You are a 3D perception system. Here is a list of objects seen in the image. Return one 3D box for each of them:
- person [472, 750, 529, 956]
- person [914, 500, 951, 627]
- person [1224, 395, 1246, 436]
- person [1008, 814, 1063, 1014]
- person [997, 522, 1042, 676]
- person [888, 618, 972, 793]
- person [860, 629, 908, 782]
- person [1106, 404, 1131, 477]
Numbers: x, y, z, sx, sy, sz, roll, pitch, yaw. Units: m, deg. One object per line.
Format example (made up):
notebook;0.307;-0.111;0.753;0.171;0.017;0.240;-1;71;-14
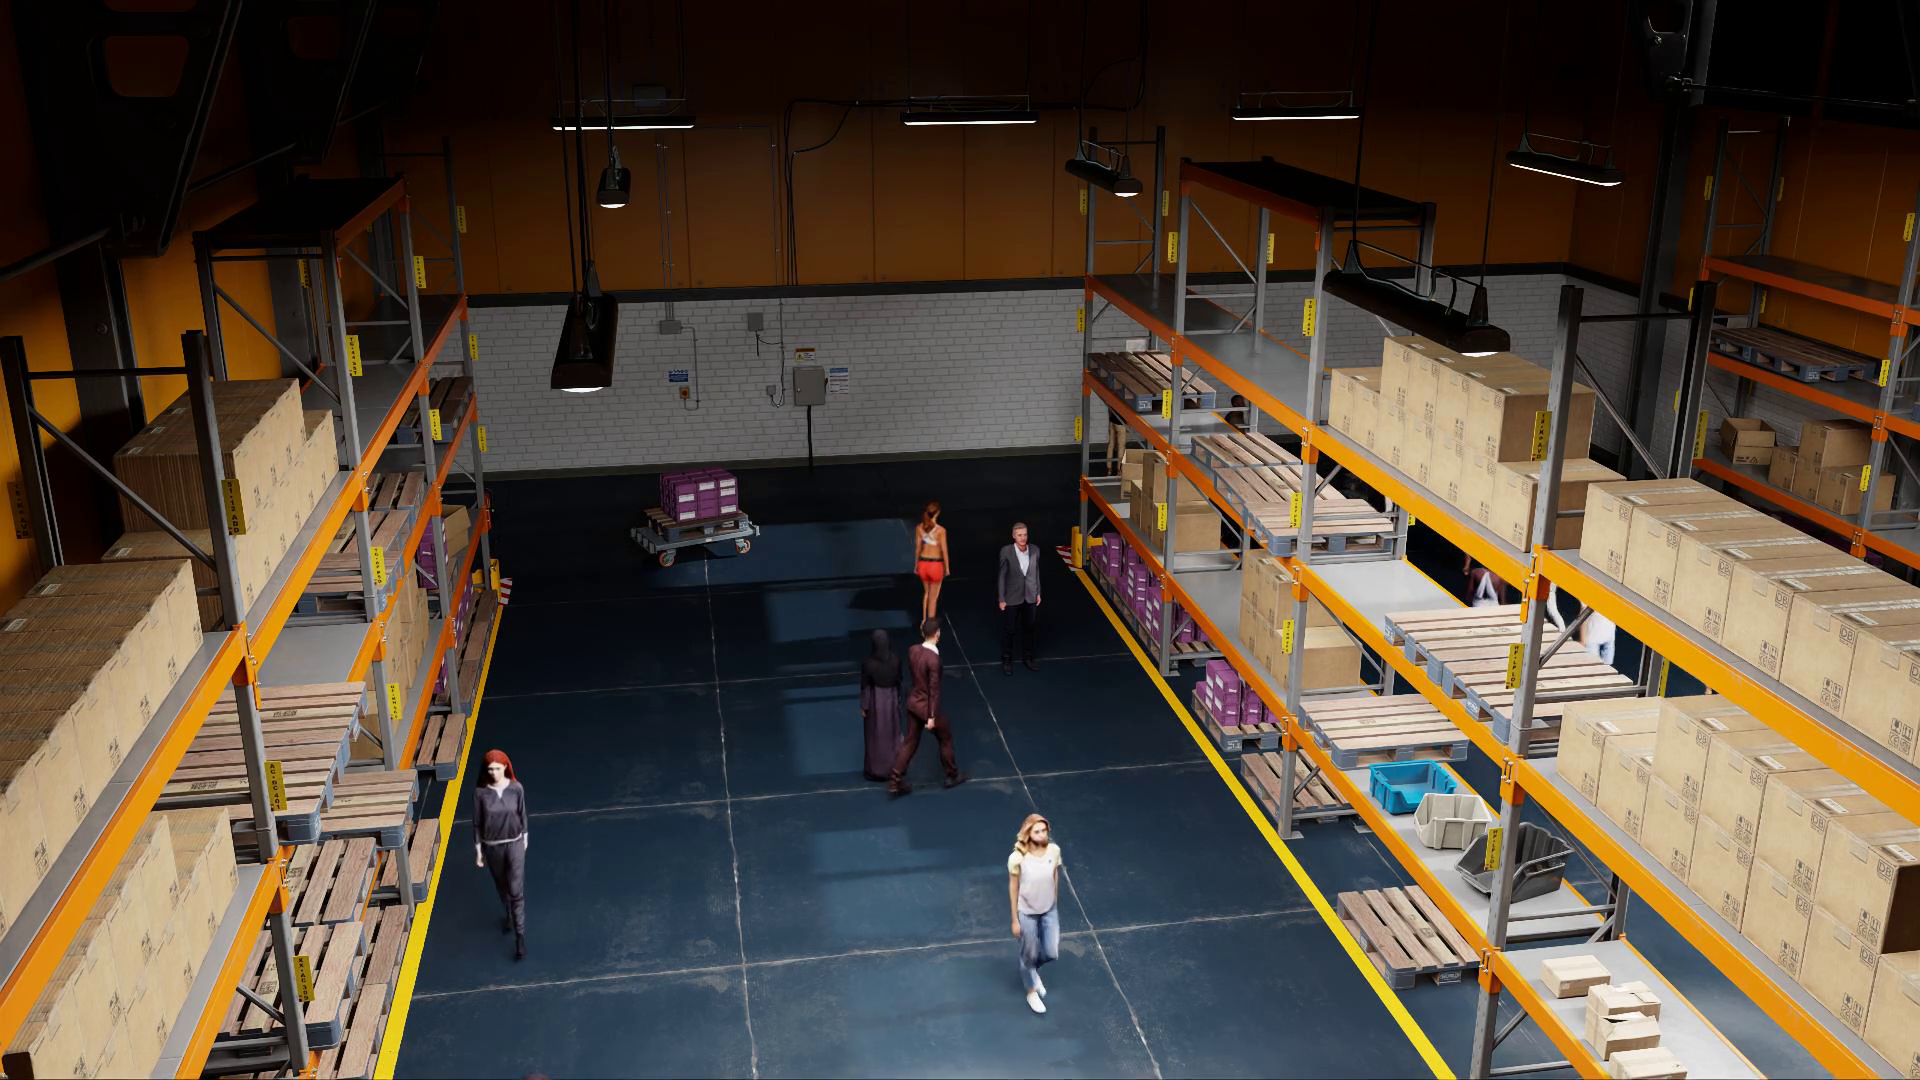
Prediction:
person;-3.875;2.562;14.102;0.586;1.739;1.021;-3;19;-10
person;-0.400;0.391;20.481;0.726;1.782;0.771;8;20;23
person;4.212;-1.347;25.576;0.864;1.825;0.728;7;20;20
person;0.540;2.905;13.128;0.702;1.711;0.725;-8;20;-23
person;0.709;0.659;19.594;0.774;1.841;0.673;-8;20;-21
person;-0.414;1.695;16.547;1.113;1.821;1.178;-15;24;-38
person;-0.788;1.669;16.954;0.615;1.612;0.604;-4;19;-12
person;2.589;-1.915;27.208;0.770;1.860;0.618;-12;22;-33
